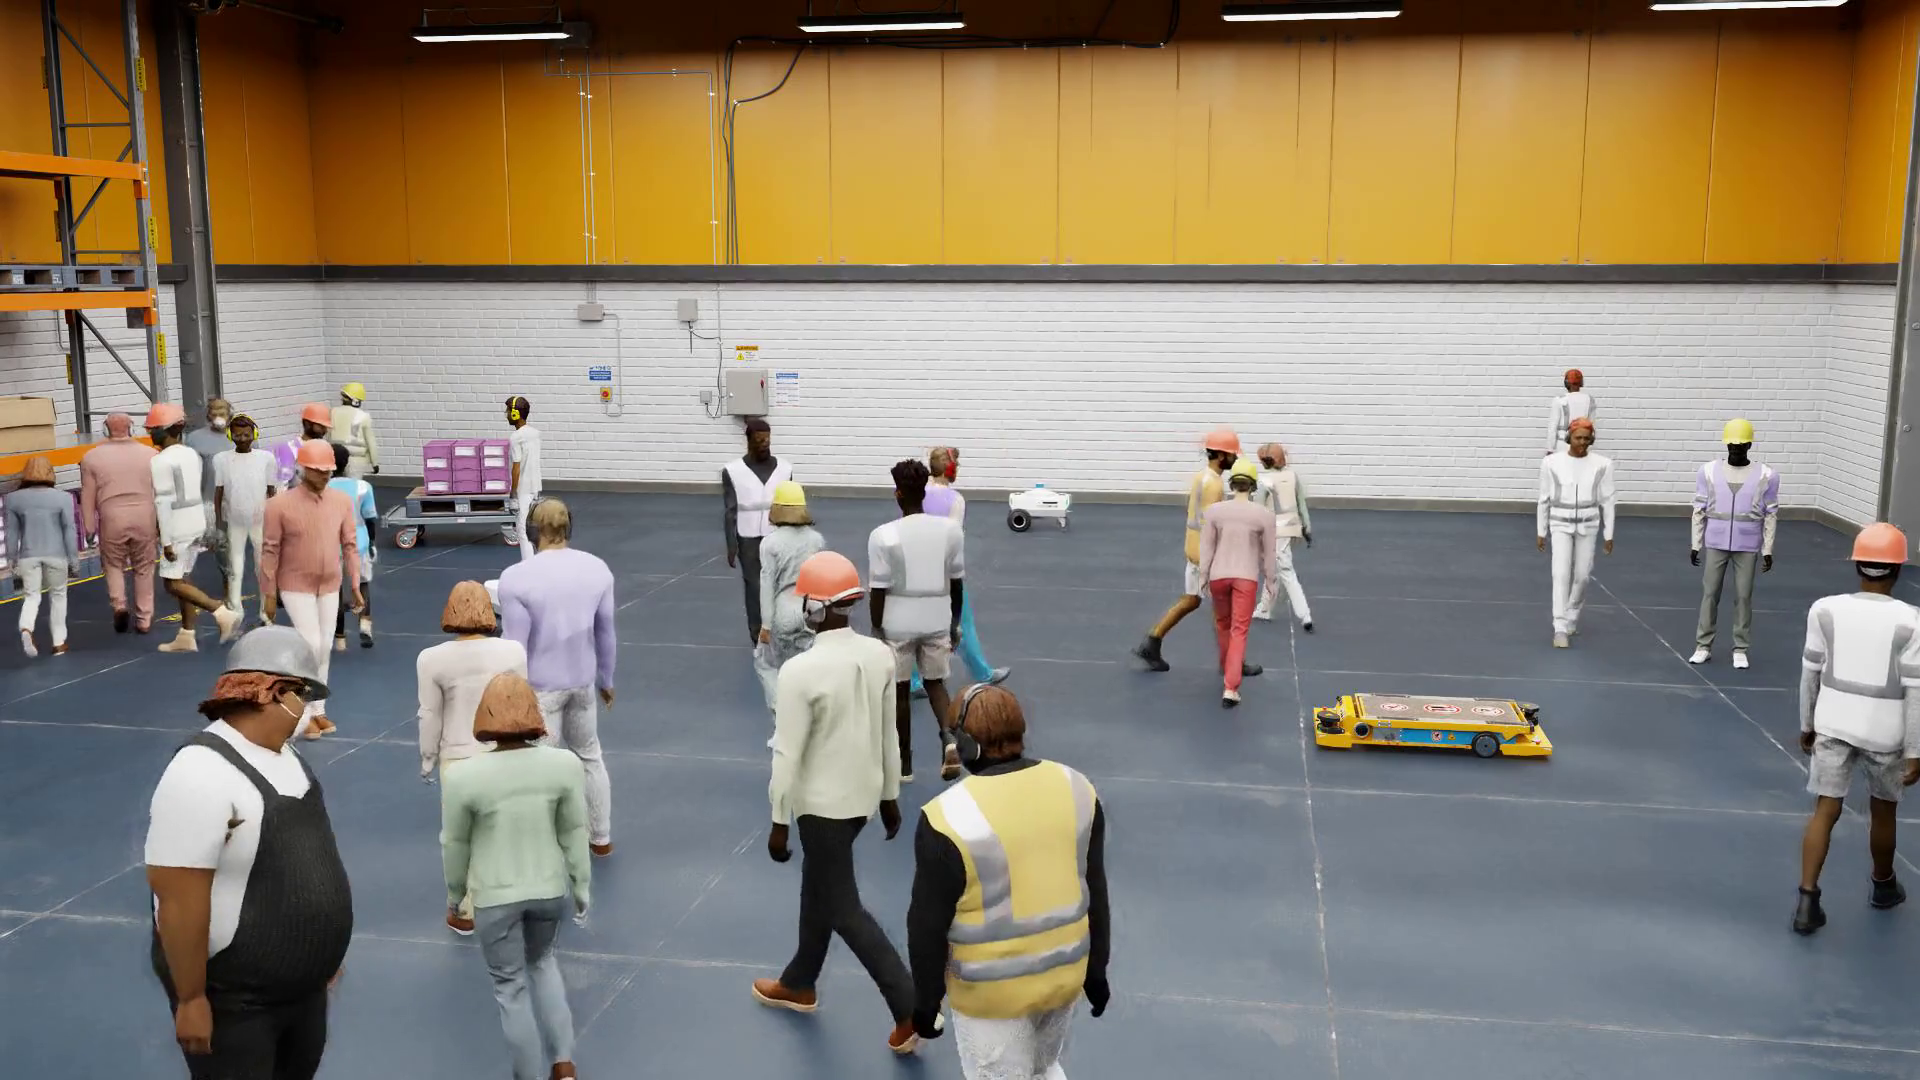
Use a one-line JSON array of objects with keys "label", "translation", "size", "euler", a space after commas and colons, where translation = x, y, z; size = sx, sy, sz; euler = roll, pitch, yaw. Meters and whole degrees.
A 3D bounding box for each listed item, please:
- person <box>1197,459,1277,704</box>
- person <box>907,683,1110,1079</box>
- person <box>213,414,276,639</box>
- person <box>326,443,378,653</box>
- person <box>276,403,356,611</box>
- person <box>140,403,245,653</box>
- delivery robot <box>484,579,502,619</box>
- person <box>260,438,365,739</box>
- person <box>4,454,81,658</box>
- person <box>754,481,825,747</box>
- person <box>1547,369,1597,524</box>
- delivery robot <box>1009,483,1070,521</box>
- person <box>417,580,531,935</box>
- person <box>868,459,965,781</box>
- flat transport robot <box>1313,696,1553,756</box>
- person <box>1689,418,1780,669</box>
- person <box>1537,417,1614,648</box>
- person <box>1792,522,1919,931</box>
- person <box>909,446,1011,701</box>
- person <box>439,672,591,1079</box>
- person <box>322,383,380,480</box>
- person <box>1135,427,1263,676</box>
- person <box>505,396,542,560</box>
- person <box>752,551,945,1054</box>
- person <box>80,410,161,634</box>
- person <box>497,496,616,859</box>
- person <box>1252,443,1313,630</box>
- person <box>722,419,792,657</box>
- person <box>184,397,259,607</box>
[{"label": "person", "translation": [1.966, 0.286, 11.852], "size": [0.540, 1.704, 0.871], "euler": [4, 10, 21]}, {"label": "person", "translation": [0.148, 1.335, 4.989], "size": [0.641, 1.818, 0.462], "euler": [-7, 12, -37]}, {"label": "person", "translation": [-5.932, -0.116, 13.841], "size": [0.508, 1.864, 0.329], "euler": [-4, 10, -24]}, {"label": "person", "translation": [-4.899, 0.076, 13.199], "size": [0.551, 1.680, 0.385], "euler": [-4, 10, -26]}, {"label": "person", "translation": [-5.889, -0.287, 14.908], "size": [0.997, 1.873, 0.650], "euler": [7, 11, 36]}, {"label": "person", "translation": [-6.052, -0.072, 13.097], "size": [0.697, 2.025, 0.617], "euler": [1, 9, 3]}, {"label": "delivery robot", "translation": [-3.700, 0.474, 13.932], "size": [0.477, 0.478, 0.707], "euler": [-7, 12, -39]}, {"label": "person", "translation": [-4.191, 0.316, 10.837], "size": [0.561, 1.969, 0.613], "euler": [6, 11, 35]}, {"label": "person", "translation": [-7.189, 0.147, 13.006], "size": [0.515, 1.613, 0.610], "euler": [-2, 9, -14]}, {"label": "person", "translation": [-1.059, 0.492, 10.488], "size": [0.506, 1.725, 0.462], "euler": [-7, 12, -39]}, {"label": "person", "translation": [7.327, -1.108, 19.949], "size": [0.576, 1.878, 0.351], "euler": [-2, 9, -10]}, {"label": "delivery robot", "translation": [0.939, -0.433, 19.559], "size": [0.707, 0.478, 0.477], "euler": [1, 9, 4]}, {"label": "person", "translation": [-2.224, 0.995, 7.653], "size": [0.507, 1.631, 0.266], "euler": [-4, 10, -26]}, {"label": "person", "translation": [-0.244, 0.495, 9.759], "size": [0.622, 1.953, 0.636], "euler": [-4, 10, -23]}, {"label": "flat transport robot", "translation": [3.023, 1.179, 10.728], "size": [1.431, 0.197, 0.652], "euler": [2, 9, 10]}, {"label": "person", "translation": [5.920, 0.028, 12.749], "size": [0.592, 1.925, 0.385], "euler": [5, 11, 30]}, {"label": "person", "translation": [5.048, -0.085, 13.665], "size": [0.591, 1.860, 0.794], "euler": [2, 9, 14]}, {"label": "person", "translation": [4.191, 0.858, 7.724], "size": [0.561, 1.897, 0.901], "euler": [9, 13, 43]}, {"label": "person", "translation": [-0.062, 0.234, 11.859], "size": [0.873, 1.801, 0.595], "euler": [-8, 12, -39]}, {"label": "person", "translation": [-1.595, 1.276, 5.975], "size": [0.495, 1.612, 0.406], "euler": [-6, 11, -33]}, {"label": "person", "translation": [-6.950, -0.902, 19.012], "size": [0.615, 1.773, 0.842], "euler": [2, 9, 10]}, {"label": "person", "translation": [1.799, 0.089, 12.470], "size": [0.927, 1.900, 0.557], "euler": [0, 9, 1]}, {"label": "person", "translation": [-4.156, -0.441, 15.869], "size": [0.315, 1.860, 0.509], "euler": [2, 9, 12]}, {"label": "person", "translation": [-0.444, 1.017, 6.525], "size": [0.987, 1.961, 0.616], "euler": [6, 11, 34]}, {"label": "person", "translation": [-6.939, -0.129, 13.846], "size": [0.649, 1.888, 0.461], "euler": [-6, 11, -31]}, {"label": "person", "translation": [-2.033, 0.731, 8.385], "size": [0.386, 1.934, 0.641], "euler": [8, 12, 42]}, {"label": "person", "translation": [2.785, -0.036, 14.206], "size": [0.552, 1.585, 0.815], "euler": [-7, 12, -38]}, {"label": "person", "translation": [-1.583, -0.010, 13.058], "size": [0.598, 1.902, 0.550], "euler": [-5, 10, -27]}, {"label": "person", "translation": [-6.781, -0.381, 15.359], "size": [0.636, 1.914, 0.900], "euler": [-3, 9, -15]}]
